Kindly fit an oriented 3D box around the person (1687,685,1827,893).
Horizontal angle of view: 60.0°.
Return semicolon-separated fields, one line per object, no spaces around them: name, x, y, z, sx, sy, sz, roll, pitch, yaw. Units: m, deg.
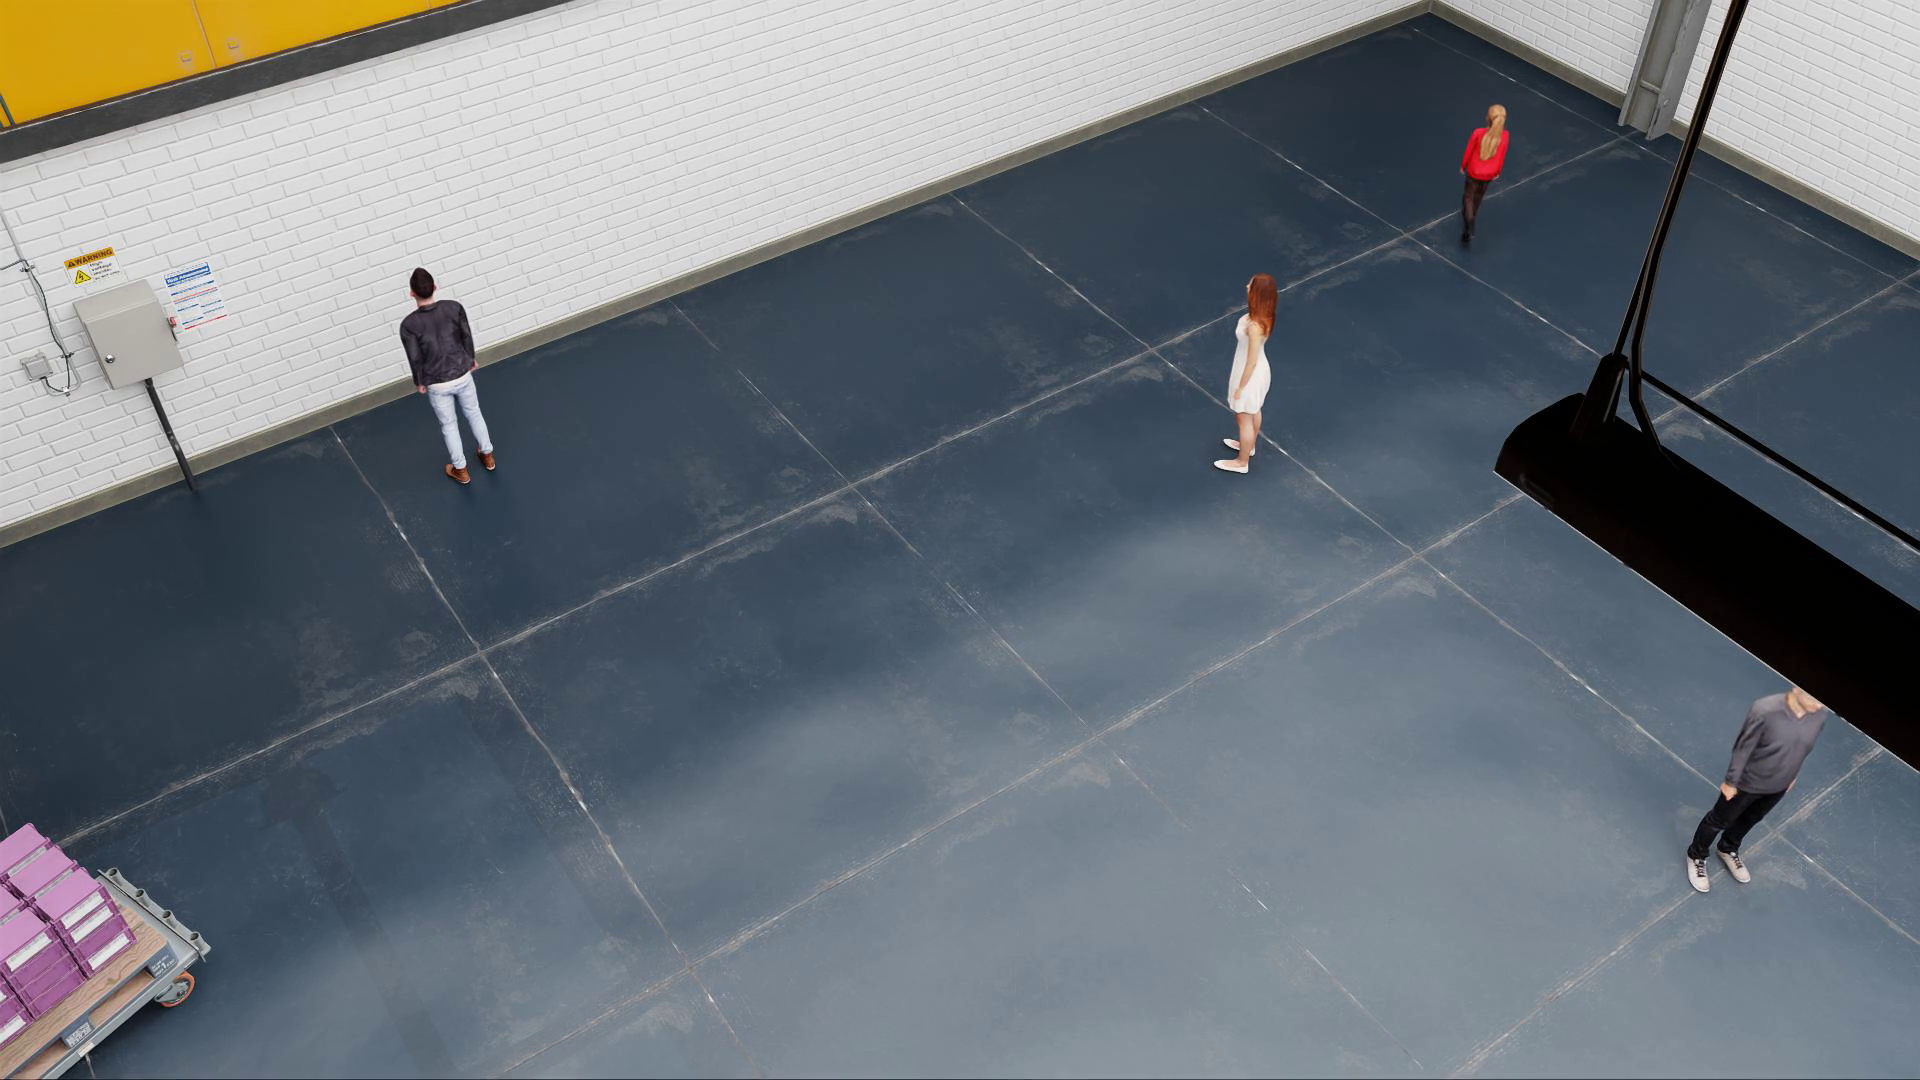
person;4.574;1.332;9.500;0.691;1.765;0.676;-8;44;-8

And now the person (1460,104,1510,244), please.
person;4.589;-3.218;14.638;0.798;1.267;0.928;0;44;0

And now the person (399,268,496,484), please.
person;-3.725;-1.193;12.099;0.669;1.836;0.565;-29;51;-27

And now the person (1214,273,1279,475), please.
person;2.137;-1.230;12.229;0.674;1.711;0.646;16;46;16
